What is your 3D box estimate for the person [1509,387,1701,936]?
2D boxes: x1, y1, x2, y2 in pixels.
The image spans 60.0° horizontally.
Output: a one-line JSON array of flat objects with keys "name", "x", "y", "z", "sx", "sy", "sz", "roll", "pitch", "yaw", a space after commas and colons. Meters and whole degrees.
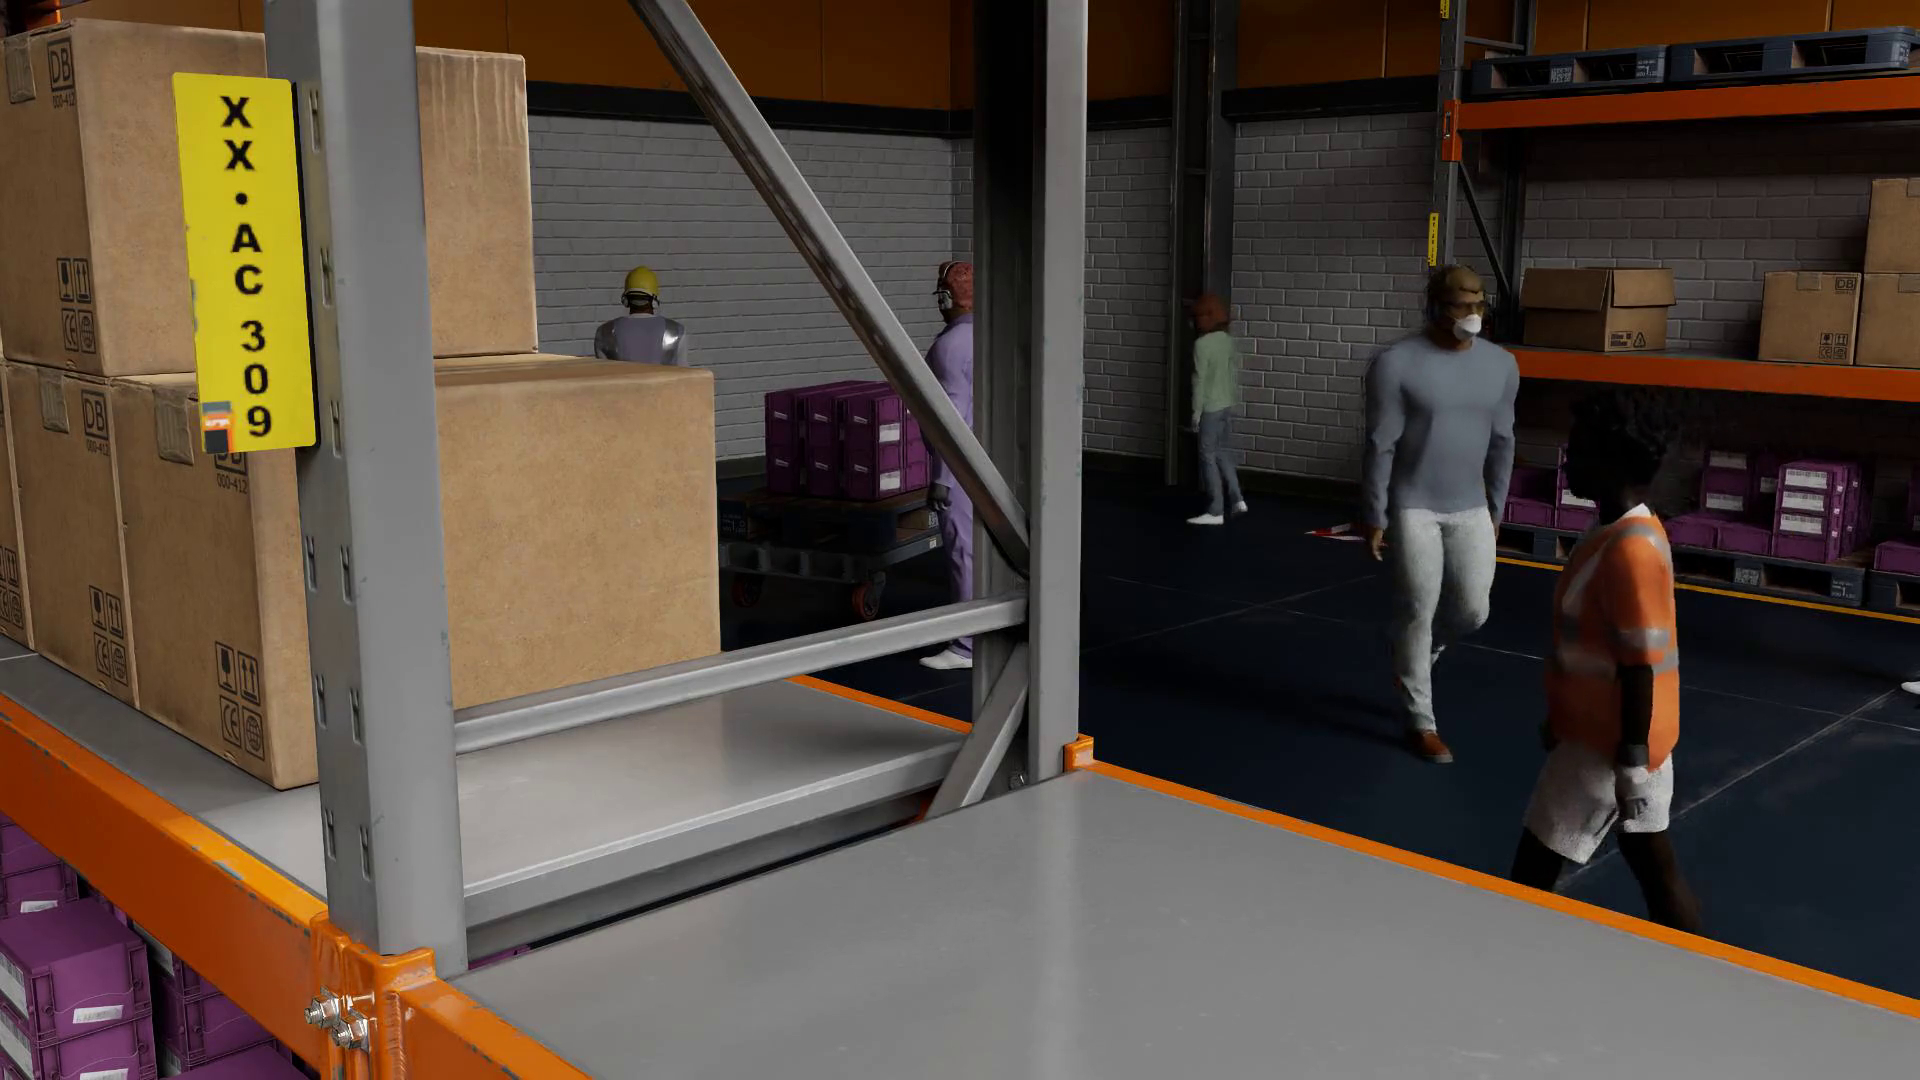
[{"name": "person", "x": 1.485, "y": 0.458, "z": 4.075, "sx": 0.842, "sy": 1.650, "sz": 0.552, "roll": 4, "pitch": 11, "yaw": 19}]

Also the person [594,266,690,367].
[{"name": "person", "x": -1.940, "y": -0.764, "z": 10.275, "sx": 0.598, "sy": 1.832, "sz": 0.404, "roll": -2, "pitch": 11, "yaw": -8}]

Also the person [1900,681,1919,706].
[{"name": "person", "x": 4.295, "y": -0.219, "z": 7.077, "sx": 0.397, "sy": 1.918, "sz": 0.588, "roll": 3, "pitch": 11, "yaw": 16}]

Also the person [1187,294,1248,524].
[{"name": "person", "x": 1.783, "y": -0.896, "z": 11.594, "sx": 0.404, "sy": 1.616, "sz": 0.552, "roll": 6, "pitch": 12, "yaw": 31}]

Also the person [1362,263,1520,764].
[{"name": "person", "x": 1.843, "y": -0.121, "z": 6.543, "sx": 0.636, "sy": 1.923, "sz": 0.610, "roll": -2, "pitch": 11, "yaw": -10}]

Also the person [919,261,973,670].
[{"name": "person", "x": 0.004, "y": -0.342, "z": 7.785, "sx": 0.400, "sy": 1.905, "sz": 0.643, "roll": 5, "pitch": 11, "yaw": 25}]
